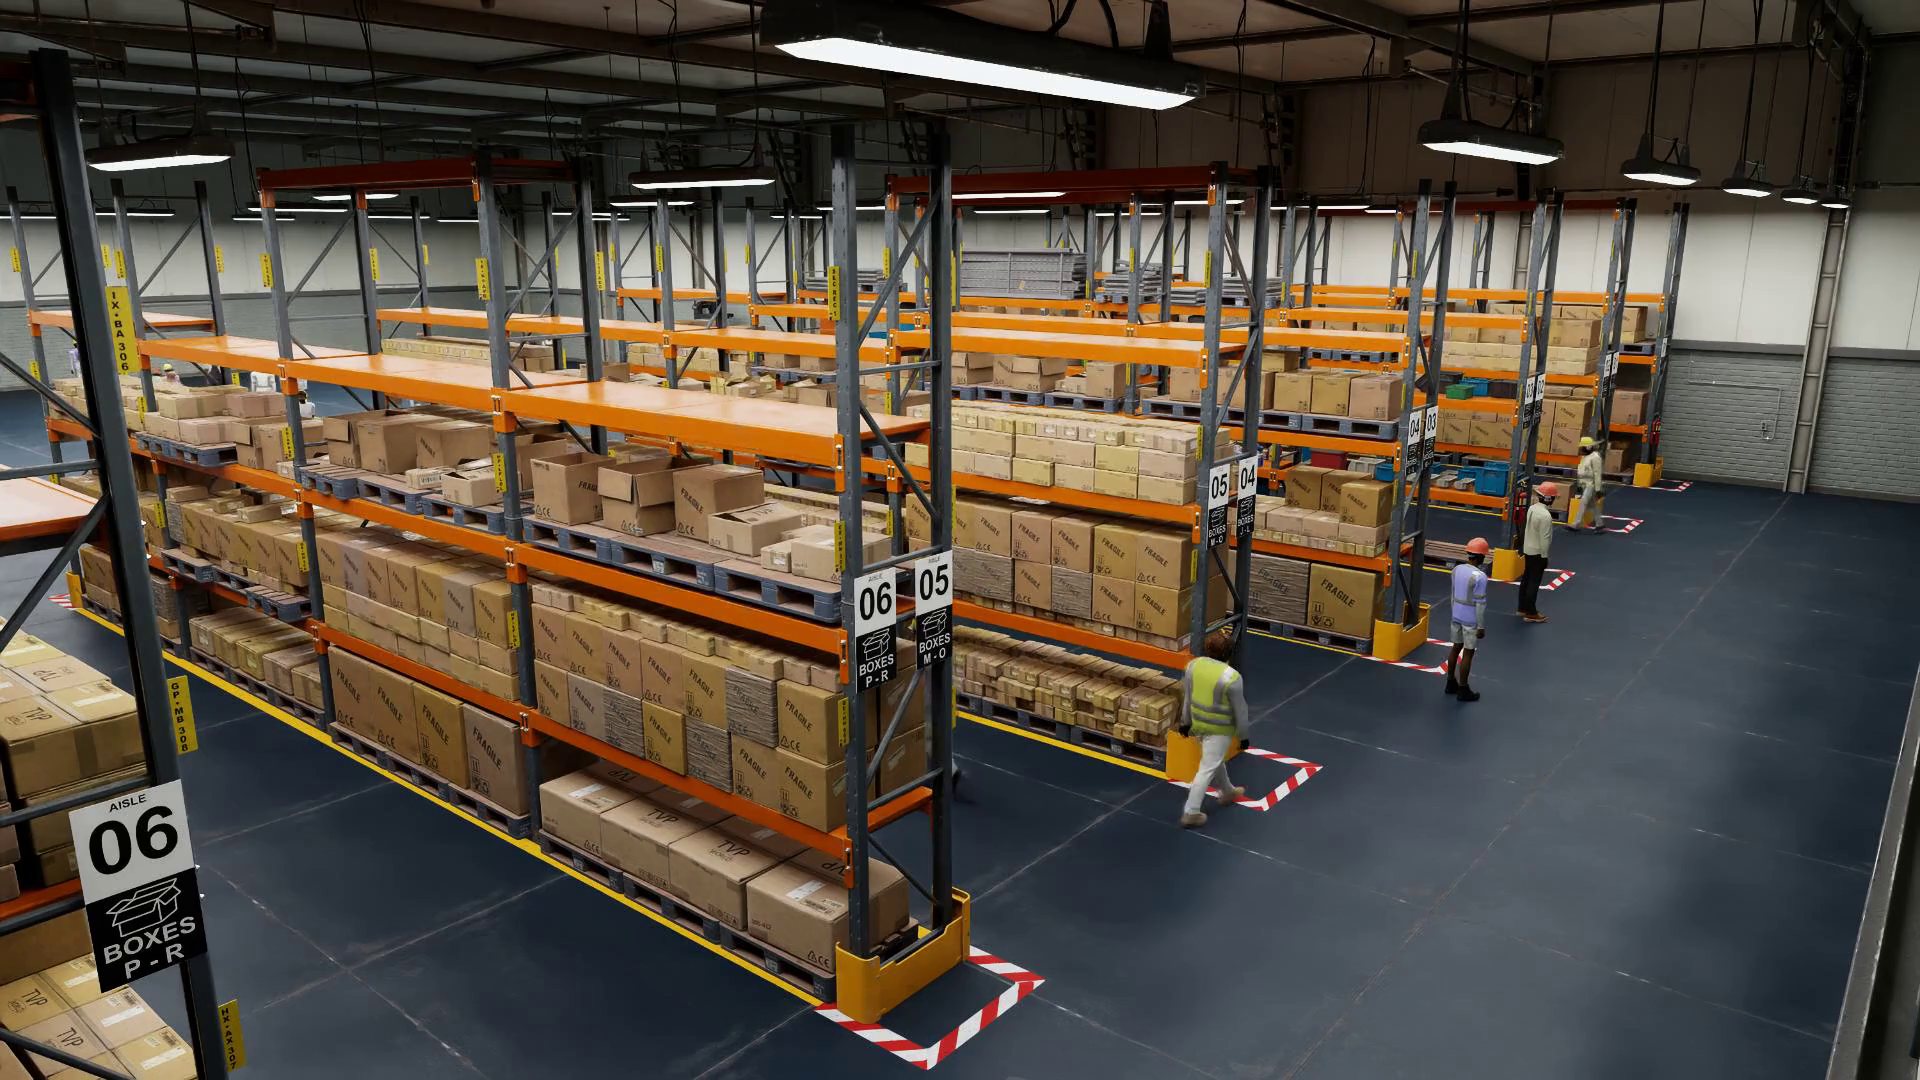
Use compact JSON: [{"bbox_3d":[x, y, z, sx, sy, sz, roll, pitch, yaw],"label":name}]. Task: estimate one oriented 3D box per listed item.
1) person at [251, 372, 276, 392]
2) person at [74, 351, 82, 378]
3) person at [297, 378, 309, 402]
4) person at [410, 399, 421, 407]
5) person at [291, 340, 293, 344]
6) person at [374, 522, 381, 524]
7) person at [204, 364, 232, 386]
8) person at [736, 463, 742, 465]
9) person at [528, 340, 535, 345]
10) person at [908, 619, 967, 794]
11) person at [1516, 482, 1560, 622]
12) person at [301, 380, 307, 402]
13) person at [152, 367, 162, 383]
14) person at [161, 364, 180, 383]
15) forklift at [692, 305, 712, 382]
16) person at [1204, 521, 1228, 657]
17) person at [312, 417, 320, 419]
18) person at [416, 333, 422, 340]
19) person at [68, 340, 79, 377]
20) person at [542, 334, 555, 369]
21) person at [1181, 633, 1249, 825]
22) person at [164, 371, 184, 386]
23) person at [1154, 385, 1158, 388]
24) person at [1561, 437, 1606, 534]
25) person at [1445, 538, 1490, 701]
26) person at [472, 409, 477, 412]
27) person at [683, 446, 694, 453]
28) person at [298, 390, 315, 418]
[{"bbox_3d":[-19.493,-4.100,35.299,0.622,2.018,0.882,-4,14,-16],"label":"person"},{"bbox_3d":[-26.647,-4.816,38.430,0.643,1.928,0.613,0,14,-1],"label":"person"},{"bbox_3d":[-19.717,-4.530,37.334,0.970,1.895,0.541,3,14,14],"label":"person"},{"bbox_3d":[-16.618,-4.673,38.243,0.532,1.737,0.525,-6,15,-24],"label":"person"},{"bbox_3d":[-22.519,-5.795,42.500,0.651,1.904,0.403,-1,14,-3],"label":"person"},{"bbox_3d":[-10.597,-1.070,23.007,0.361,1.930,0.589,0,14,0],"label":"person"},{"bbox_3d":[-22.899,-5.002,39.043,0.713,2.000,0.728,-2,14,-7],"label":"person"},{"bbox_3d":[-5.125,-2.713,29.987,0.997,1.838,0.590,-12,18,-41],"label":"person"},{"bbox_3d":[-14.977,-6.081,43.862,0.847,1.812,0.654,-9,16,-33],"label":"person"},{"bbox_3d":[-0.266,1.594,12.293,0.730,1.814,0.593,6,15,24],"label":"person"},{"bbox_3d":[8.199,0.158,17.845,0.406,1.986,0.617,1,14,4],"label":"person"},{"bbox_3d":[-20.195,-4.776,38.351,0.573,1.883,0.353,-10,17,-36],"label":"person"},{"bbox_3d":[-23.343,-4.215,36.599,0.544,1.613,0.469,4,14,14],"label":"person"},{"bbox_3d":[-22.553,-4.156,36.041,0.304,1.772,0.525,6,15,22],"label":"person"},{"bbox_3d":[-9.511,-7.392,47.124,1.873,2.768,1.129,11,17,38],"label":"forklift"},{"bbox_3d":[3.190,0.567,16.039,0.385,2.041,0.615,8,16,30],"label":"person"},{"bbox_3d":[-13.047,-1.648,25.737,0.552,1.751,0.358,0,14,-2],"label":"person"},{"bbox_3d":[-19.639,-6.601,45.873,0.762,1.882,0.658,7,15,25],"label":"person"},{"bbox_3d":[-29.825,-5.853,42.698,0.590,1.923,0.383,-12,18,-41],"label":"person"},{"bbox_3d":[-15.241,-6.805,46.808,0.526,1.829,0.444,-3,14,-13],"label":"person"},{"bbox_3d":[2.398,1.735,11.767,0.960,1.793,0.657,-10,17,-34],"label":"person"},{"bbox_3d":[-20.591,-3.487,33.020,0.662,1.891,0.642,-3,14,-14],"label":"person"},{"bbox_3d":[4.996,-3.070,31.504,0.959,1.798,0.586,11,17,38],"label":"person"},{"bbox_3d":[11.545,-0.997,23.040,0.797,1.779,0.656,1,14,6],"label":"person"},{"bbox_3d":[6.001,0.918,14.838,0.389,1.929,0.545,-4,14,-15],"label":"person"},{"bbox_3d":[-14.609,-4.611,37.664,0.503,1.883,0.683,1,14,3],"label":"person"},{"bbox_3d":[-4.716,-0.755,21.997,0.985,1.790,0.647,5,15,21],"label":"person"},{"bbox_3d":[-15.238,-2.570,29.318,0.517,1.865,0.327,-7,15,-25],"label":"person"}]
